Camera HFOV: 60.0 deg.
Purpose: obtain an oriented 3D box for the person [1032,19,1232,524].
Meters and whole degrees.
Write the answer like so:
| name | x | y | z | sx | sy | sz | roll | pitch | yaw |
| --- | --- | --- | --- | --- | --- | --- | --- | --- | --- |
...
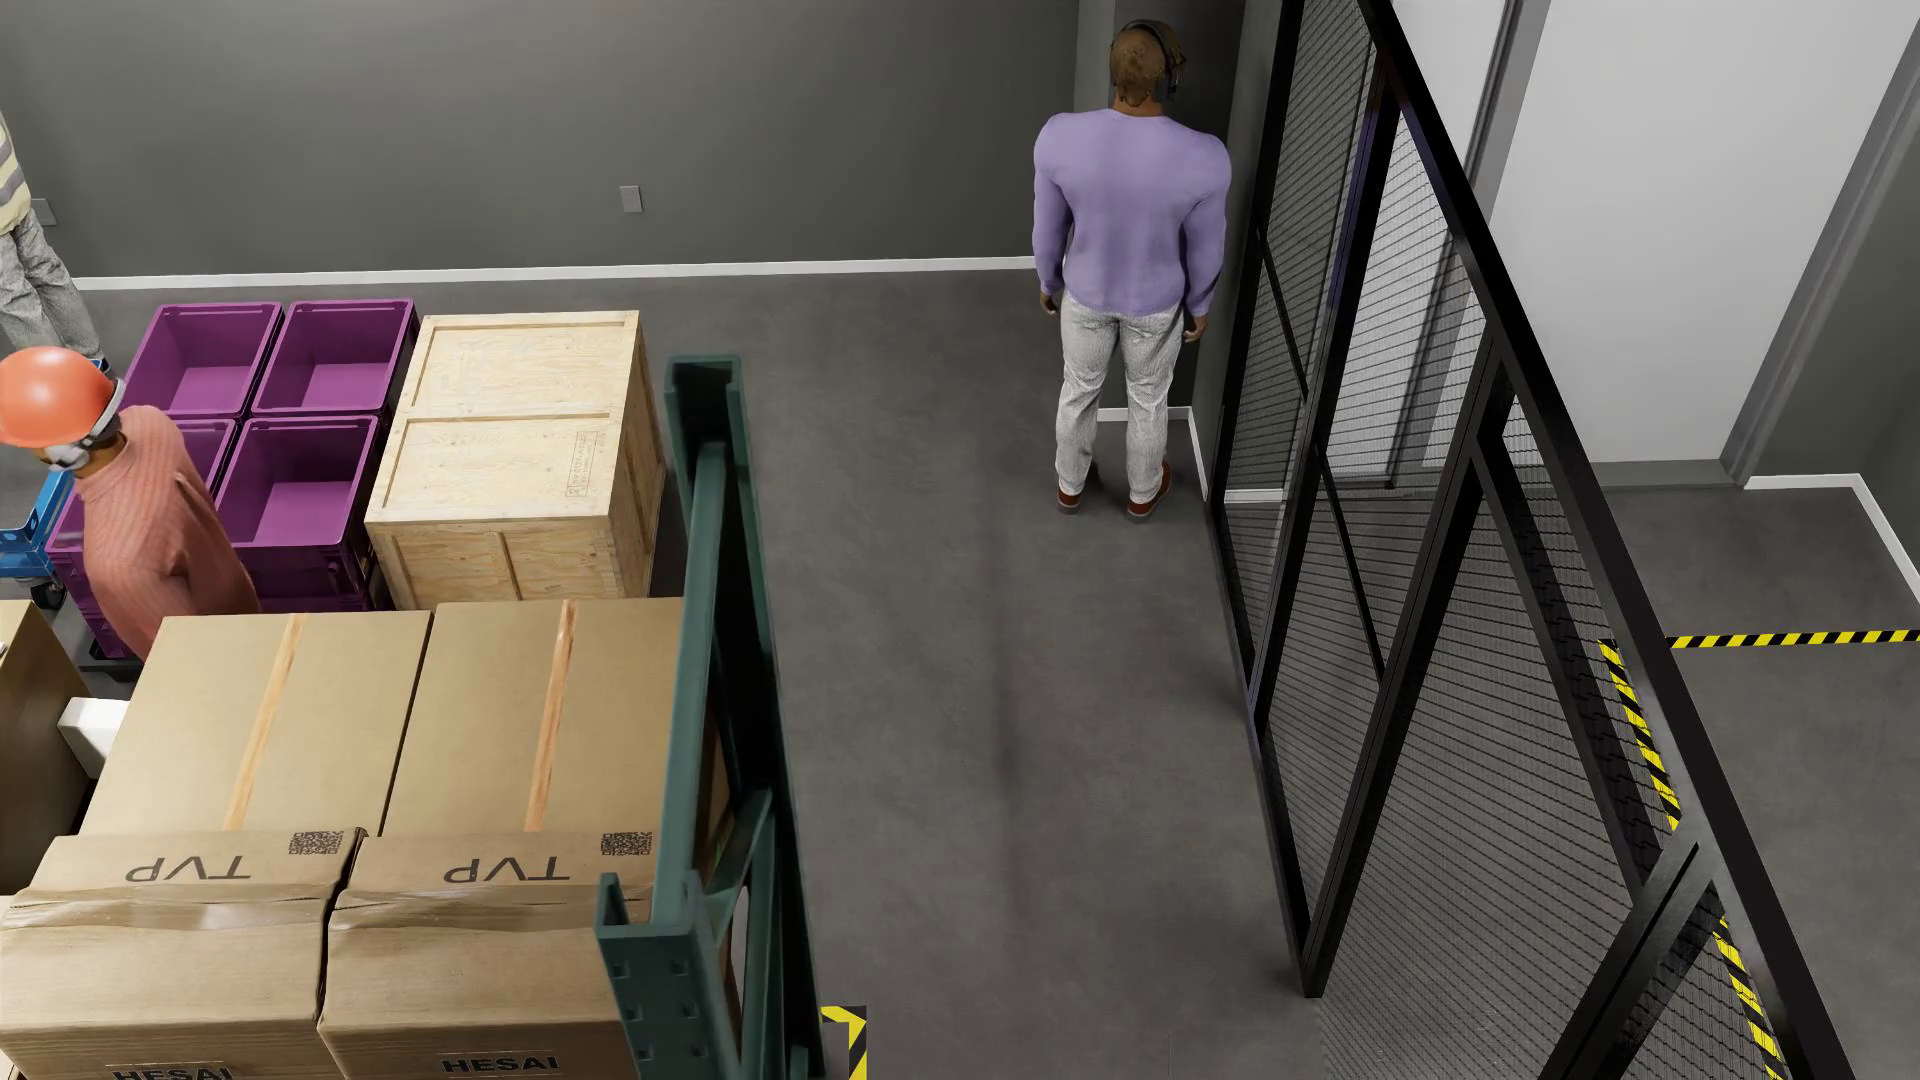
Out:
| name | x | y | z | sx | sy | sz | roll | pitch | yaw |
| --- | --- | --- | --- | --- | --- | --- | --- | --- | --- |
| person | 0.546 | -0.832 | 5.552 | 0.630 | 1.938 | 0.372 | 10 | 47 | 9 |

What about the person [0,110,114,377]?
| name | x | y | z | sx | sy | sz | roll | pitch | yaw |
| --- | --- | --- | --- | --- | --- | --- | --- | --- | --- |
| person | -3.544 | -1.188 | 5.962 | 0.403 | 1.835 | 0.587 | 1 | 46 | 1 |

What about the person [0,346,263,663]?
| name | x | y | z | sx | sy | sz | roll | pitch | yaw |
| --- | --- | --- | --- | --- | --- | --- | --- | --- | --- |
| person | -2.061 | 0.268 | 4.465 | 0.401 | 1.990 | 0.614 | -11 | 47 | -10 |
